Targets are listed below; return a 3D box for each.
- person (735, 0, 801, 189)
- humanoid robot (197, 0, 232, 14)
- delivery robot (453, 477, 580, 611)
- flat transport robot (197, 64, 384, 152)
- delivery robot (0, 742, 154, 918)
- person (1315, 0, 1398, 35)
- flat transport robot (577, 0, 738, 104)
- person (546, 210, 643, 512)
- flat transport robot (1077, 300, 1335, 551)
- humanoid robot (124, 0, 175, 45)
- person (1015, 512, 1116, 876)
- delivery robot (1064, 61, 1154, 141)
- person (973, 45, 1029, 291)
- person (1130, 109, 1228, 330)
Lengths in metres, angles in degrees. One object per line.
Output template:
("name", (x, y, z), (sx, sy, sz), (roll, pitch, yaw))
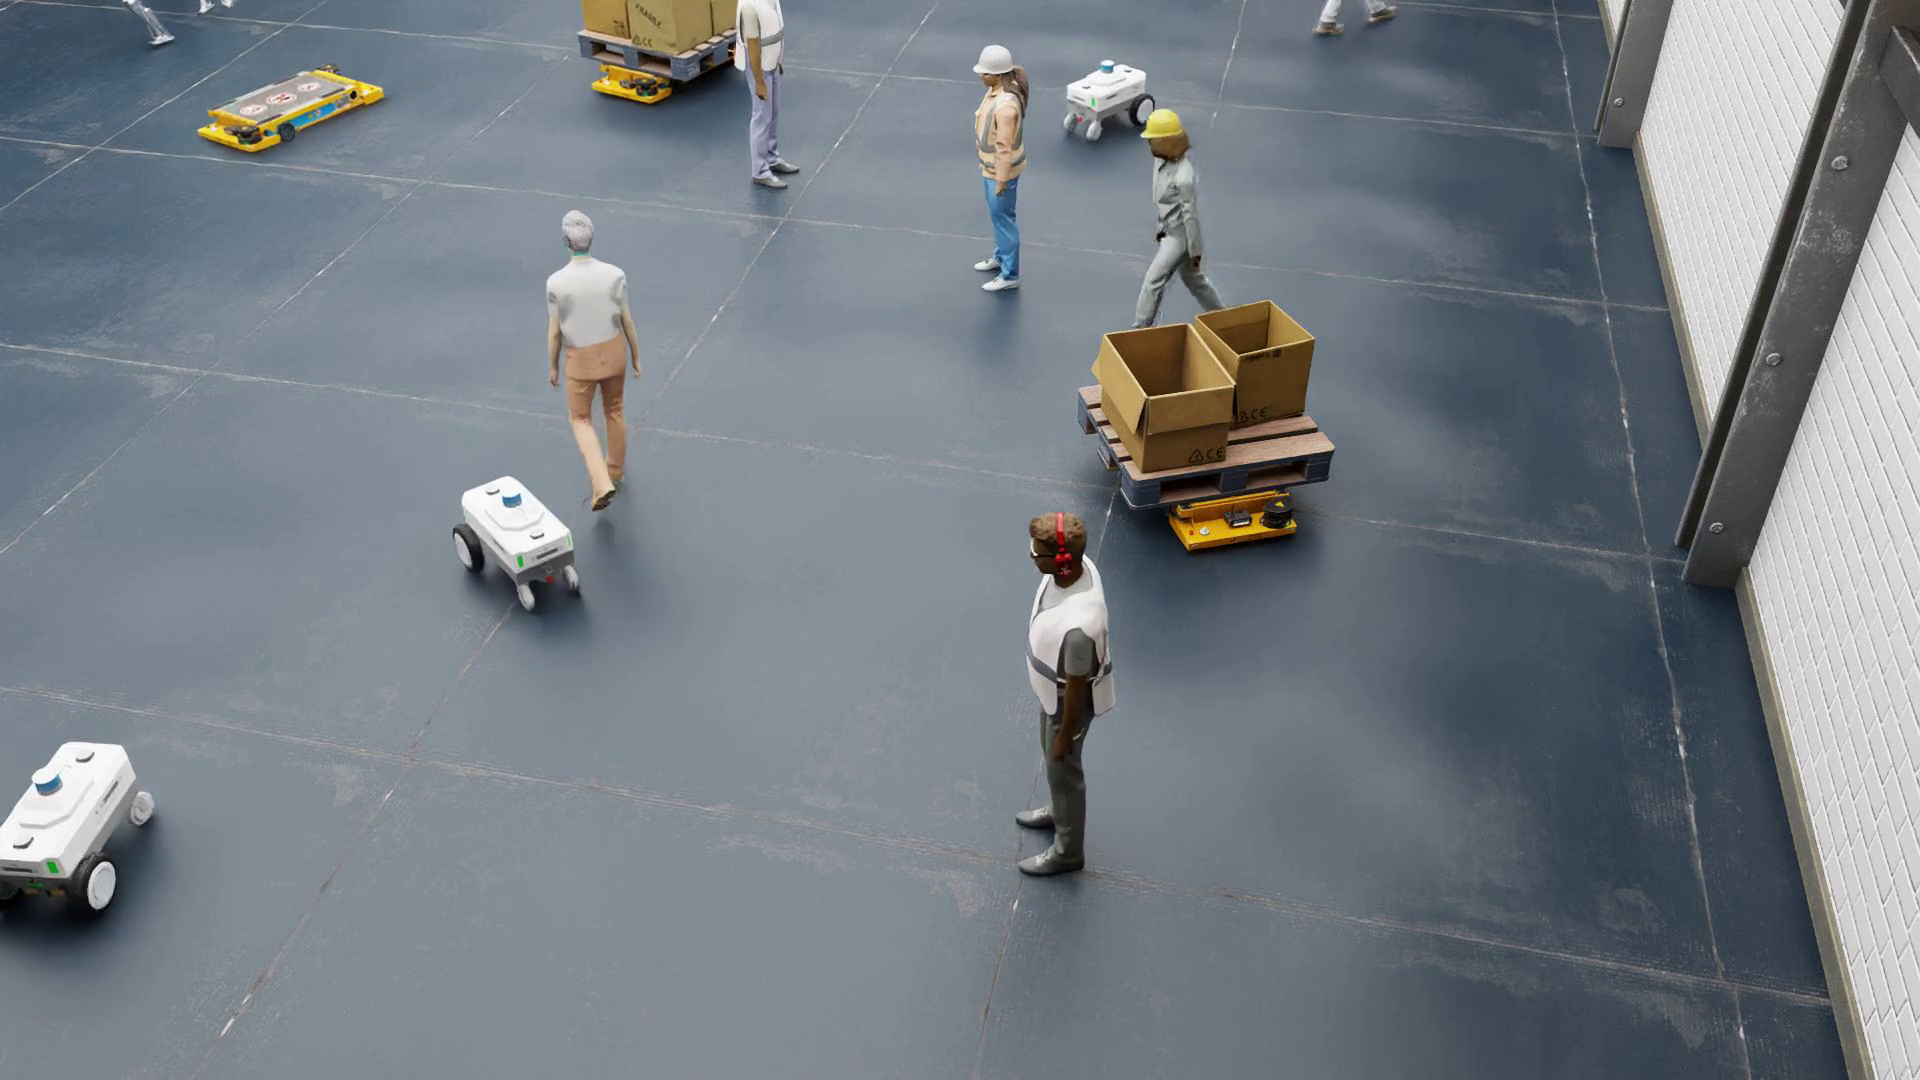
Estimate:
("person", (-1.508, -3.613, 12.748), (0.404, 1.834, 0.561), (6, 37, 8))
("humanoid robot", (-7.432, -5.900, 15.913), (0.570, 1.796, 0.813), (-9, 38, -12))
("delivery robot", (-2.402, -0.024, 9.028), (0.499, 0.614, 0.815), (-26, 44, -30))
("flat transport robot", (-5.684, -3.678, 14.141), (0.659, 0.231, 1.431), (20, 41, 25))
("delivery robot", (-3.928, 1.239, 7.297), (0.499, 0.565, 0.746), (3, 37, 4))
("person", (3.800, -5.668, 15.501), (0.996, 1.834, 0.585), (-14, 39, -18))
("flat transport robot", (-2.607, -4.293, 14.964), (0.659, 0.231, 1.431), (19, 41, 24))
("person", (-2.018, -0.962, 9.303), (0.529, 1.717, 0.617), (-16, 40, -20))
("flat transport robot", (1.396, -0.455, 9.828), (0.659, 0.231, 1.431), (-9, 38, -12))
("humanoid robot", (-7.578, -5.322, 15.128), (0.553, 1.801, 0.713), (18, 40, 22))
("person", (0.446, 0.652, 7.042), (0.403, 1.832, 0.568), (-2, 37, -3))
("delivery robot", (1.229, -3.727, 13.947), (0.750, 0.570, 0.499), (-30, 46, -34))
("person", (0.274, -2.558, 11.431), (0.378, 1.721, 0.489), (-5, 37, -7))
("person", (1.437, -1.964, 10.667), (0.885, 1.679, 0.486), (-2, 37, -3))
